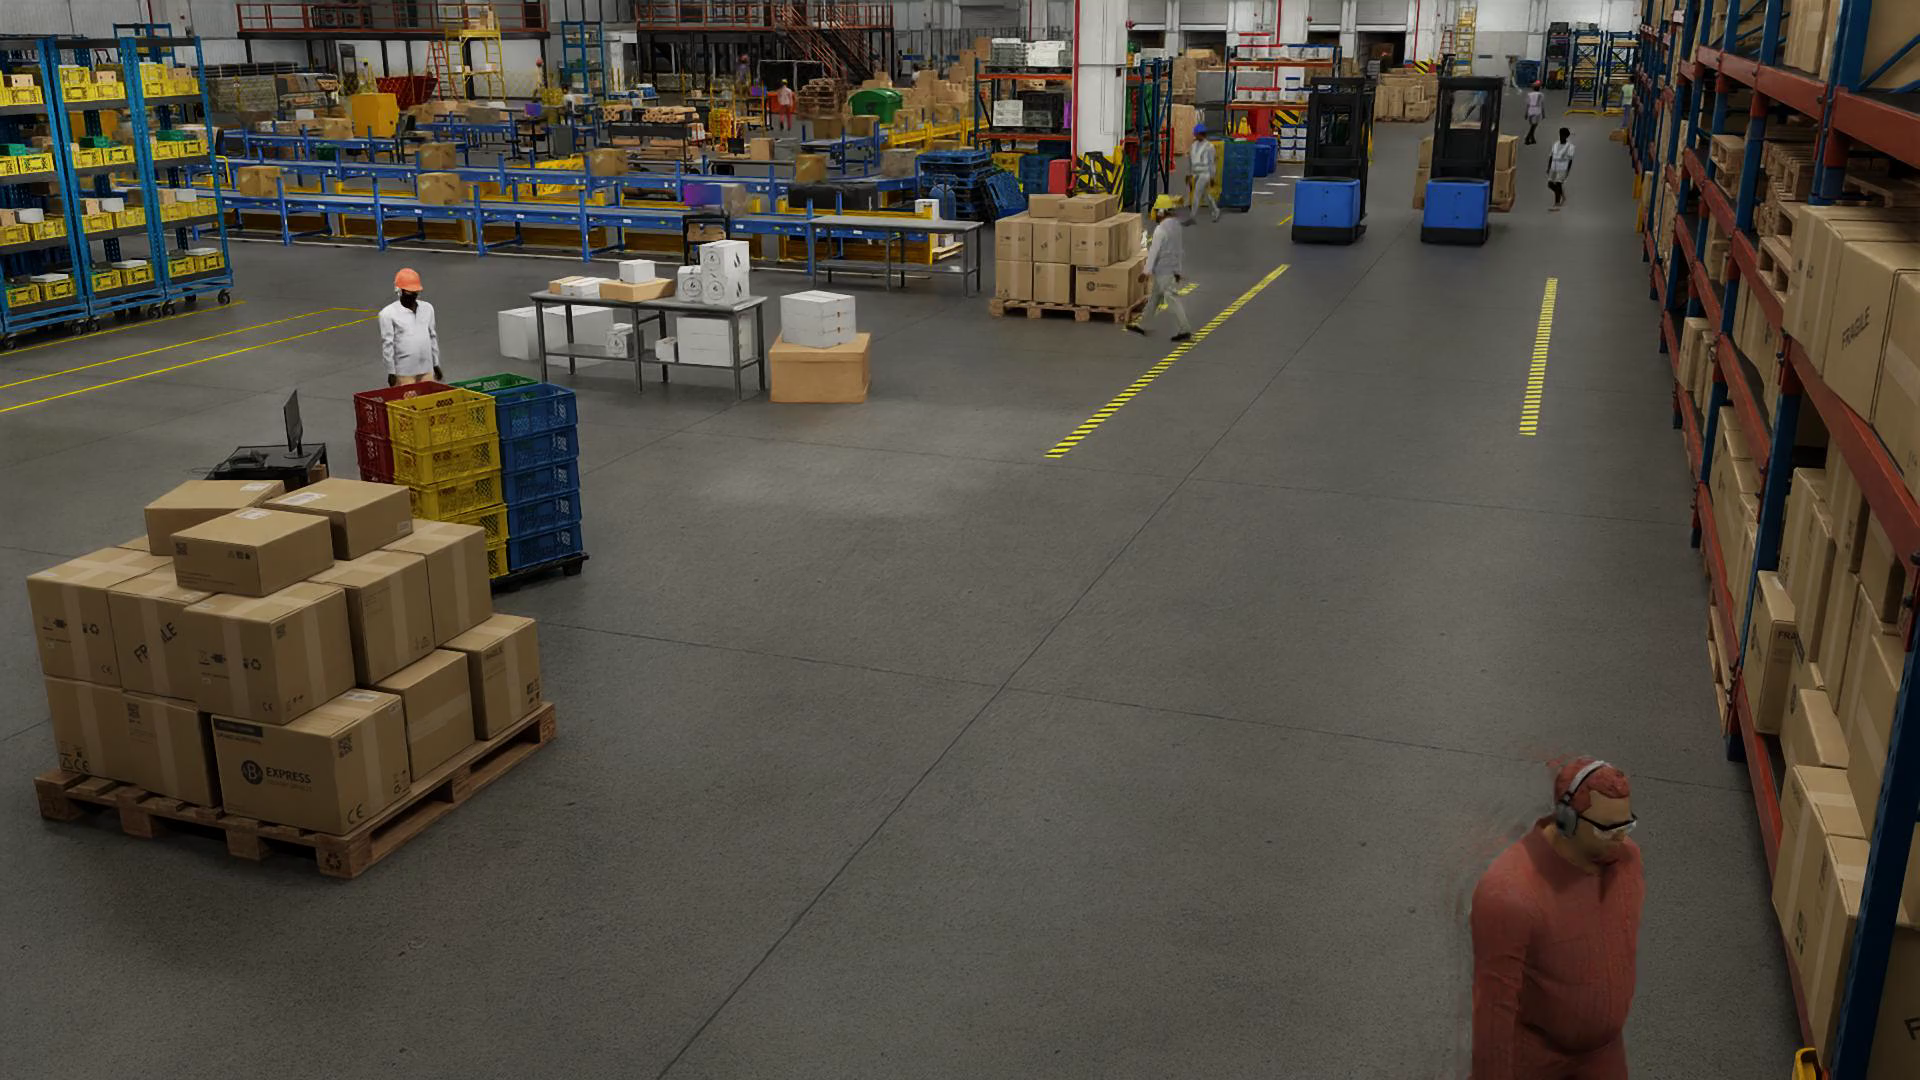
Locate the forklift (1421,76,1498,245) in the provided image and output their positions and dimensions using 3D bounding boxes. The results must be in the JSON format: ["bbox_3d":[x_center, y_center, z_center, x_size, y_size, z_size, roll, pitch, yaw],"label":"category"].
[{"bbox_3d":[8.814,-6.689,29.172,1.129,2.768,1.873,6,19,19],"label":"forklift"}]

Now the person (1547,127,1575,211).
[{"bbox_3d":[12.213,-7.532,33.756,0.469,1.679,0.544,-10,20,-30],"label":"person"}]

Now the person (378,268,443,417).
[{"bbox_3d":[-4.878,-1.558,14.883,0.345,1.746,0.573,13,22,35],"label":"person"}]

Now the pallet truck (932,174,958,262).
[{"bbox_3d":[-0.507,-5.292,27.348,0.653,1.274,1.630,6,19,19],"label":"pallet truck"}]

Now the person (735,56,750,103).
[{"bbox_3d":[-9.553,-20.169,72.911,0.723,2.028,0.612,-8,19,-25],"label":"person"}]

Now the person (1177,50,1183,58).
[{"bbox_3d":[11.962,-25.631,90.336,0.595,1.873,0.988,-14,23,-38],"label":"person"}]

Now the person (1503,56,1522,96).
[{"bbox_3d":[26.580,-22.259,79.794,0.802,1.840,0.521,-1,18,-4],"label":"person"}]

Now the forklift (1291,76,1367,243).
[{"bbox_3d":[6.598,-6.755,29.381,1.129,2.768,1.873,6,19,19],"label":"forklift"}]

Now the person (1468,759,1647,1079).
[{"bbox_3d":[1.794,1.511,5.090,0.656,1.860,0.981,-9,20,-26],"label":"person"}]

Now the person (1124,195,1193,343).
[{"bbox_3d":[2.488,-3.323,20.391,0.949,1.783,0.604,8,19,23],"label":"person"}]

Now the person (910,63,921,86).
[{"bbox_3d":[-1.729,-17.767,65.345,1.050,2.000,0.680,8,19,24],"label":"person"}]

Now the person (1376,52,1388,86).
[{"bbox_3d":[21.025,-23.373,83.084,0.645,1.957,0.857,-15,23,-39],"label":"person"}]

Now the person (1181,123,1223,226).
[{"bbox_3d":[4.647,-6.946,31.586,0.971,1.907,0.597,-9,20,-27],"label":"person"}]

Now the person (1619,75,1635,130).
[{"bbox_3d":[22.187,-14.378,54.938,0.899,1.880,0.629,-12,21,-34],"label":"person"}]

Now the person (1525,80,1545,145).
[{"bbox_3d":[17.431,-12.987,50.557,0.893,1.908,0.553,-16,24,-41],"label":"person"}]

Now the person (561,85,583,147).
[{"bbox_3d":[-11.688,-12.639,49.610,1.003,1.808,0.544,6,19,19],"label":"person"}]

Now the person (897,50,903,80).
[{"bbox_3d":[-3.523,-28.097,98.358,0.315,1.696,0.541,6,19,19],"label":"person"}]

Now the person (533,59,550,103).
[{"bbox_3d":[-18.405,-20.140,73.051,1.005,1.878,0.572,2,18,7],"label":"person"}]

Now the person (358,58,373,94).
[{"bbox_3d":[-26.923,-20.821,75.219,1.057,1.876,0.609,-4,18,-12],"label":"person"}]

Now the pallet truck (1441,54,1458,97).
[{"bbox_3d":[22.765,-21.886,78.355,0.823,1.965,1.885,-4,18,-14],"label":"pallet truck"}]

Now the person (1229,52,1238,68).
[{"bbox_3d":[14.504,-24.949,88.291,0.660,1.798,0.918,-5,18,-16],"label":"person"}]

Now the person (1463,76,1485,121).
[{"bbox_3d":[18.982,-16.206,61.047,0.843,1.660,0.519,15,23,39],"label":"person"}]

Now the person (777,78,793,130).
[{"bbox_3d":[-5.937,-14.763,56.402,0.546,1.739,0.604,1,18,3],"label":"person"}]

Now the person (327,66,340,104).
[{"bbox_3d":[-24.364,-17.484,64.708,0.344,1.882,0.585,6,19,19],"label":"person"}]

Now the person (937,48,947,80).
[{"bbox_3d":[-1.007,-27.060,94.785,0.568,1.884,1.003,-4,18,-11],"label":"person"}]
